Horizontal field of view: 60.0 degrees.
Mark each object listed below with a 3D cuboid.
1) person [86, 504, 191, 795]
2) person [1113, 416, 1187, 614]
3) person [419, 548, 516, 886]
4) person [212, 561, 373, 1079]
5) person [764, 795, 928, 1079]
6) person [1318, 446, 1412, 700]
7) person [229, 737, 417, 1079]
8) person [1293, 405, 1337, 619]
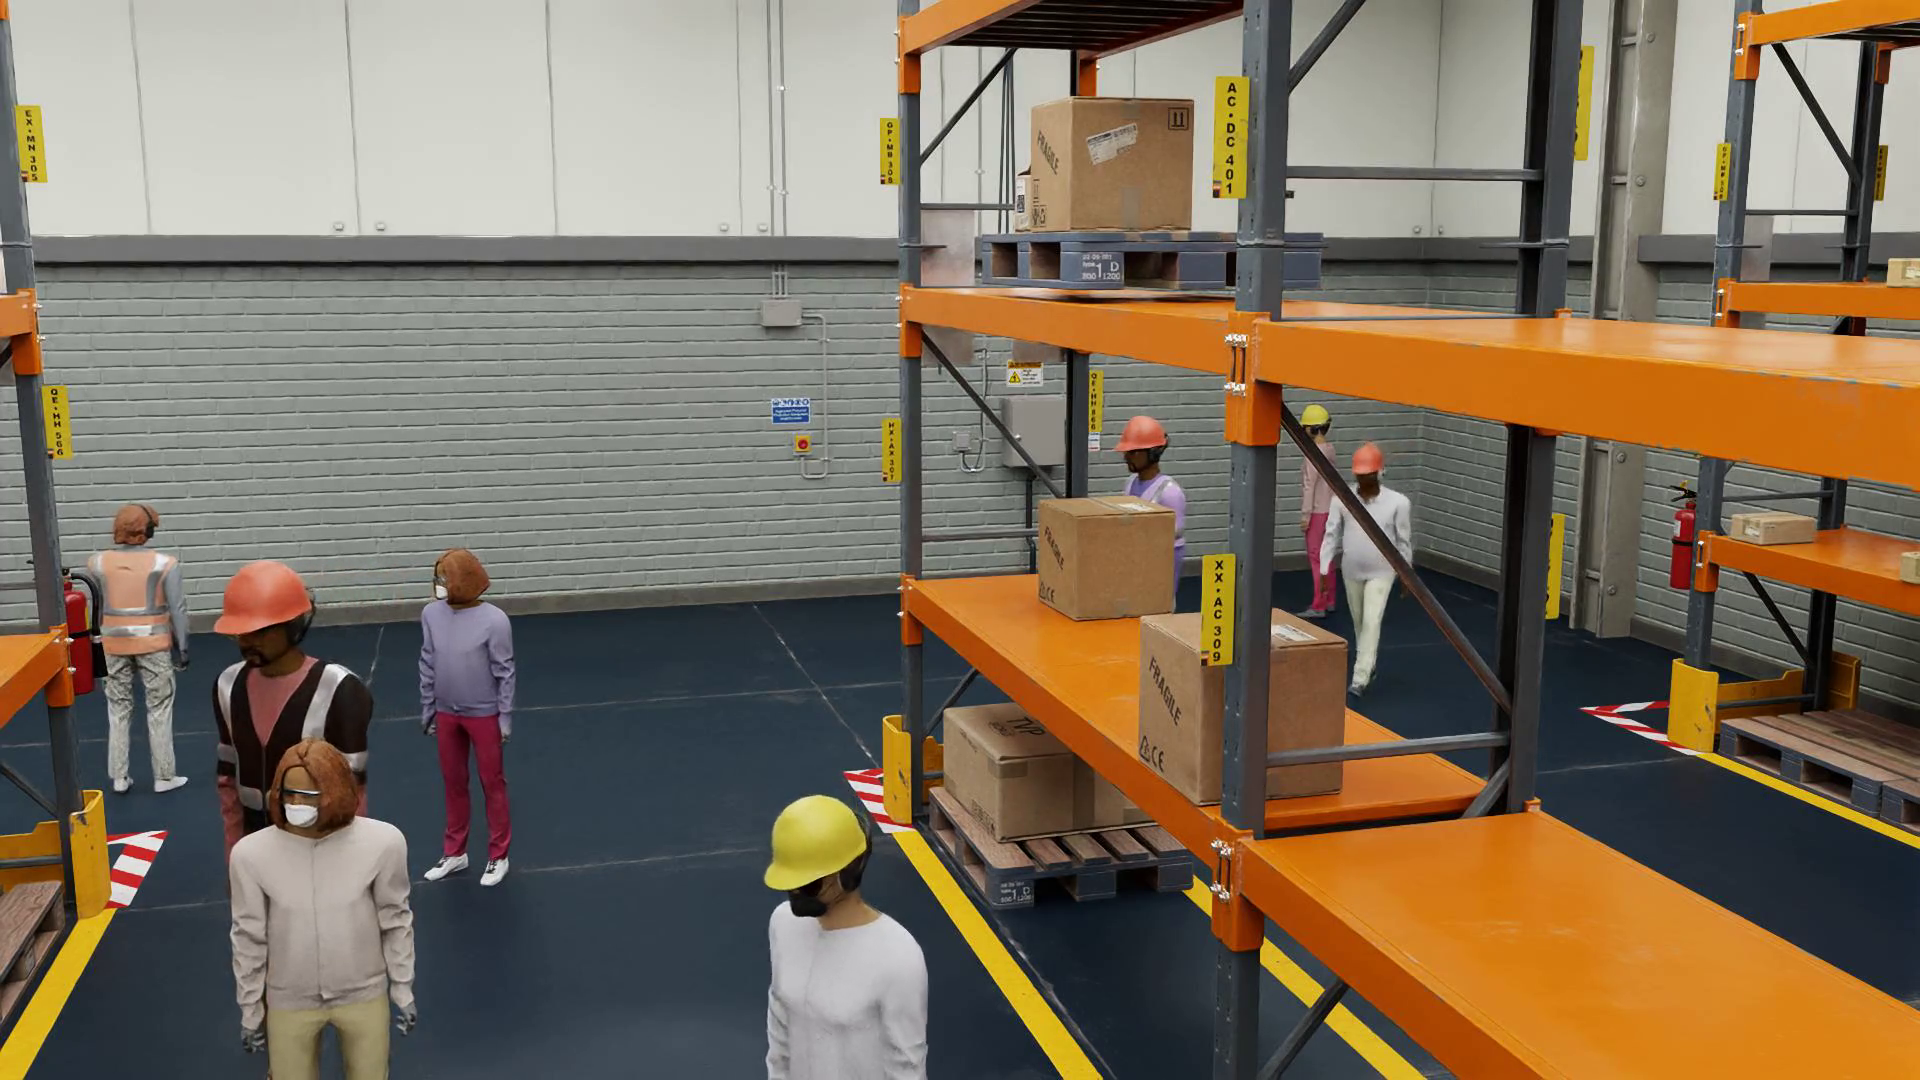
[{"bbox_3d":[-4.547,0.615,9.238,0.532,1.630,0.329,-1,10,-7],"label":"person"},{"bbox_3d":[1.105,0.267,10.049,0.396,2.038,0.615,-4,11,-23],"label":"person"},{"bbox_3d":[-2.353,0.841,7.942,0.499,1.632,0.285,3,11,19],"label":"person"},{"bbox_3d":[-2.230,1.065,5.553,0.608,2.033,0.420,3,10,17],"label":"person"},{"bbox_3d":[-0.297,1.459,4.105,0.539,1.743,0.385,9,13,41],"label":"person"},{"bbox_3d":[2.739,0.210,11.316,0.587,1.703,0.888,6,12,32],"label":"person"},{"bbox_3d":[-1.865,1.372,4.916,0.503,1.631,0.283,-3,10,-18],"label":"person"},{"bbox_3d":[2.926,-0.232,13.713,0.351,1.758,0.522,6,11,29],"label":"person"}]
